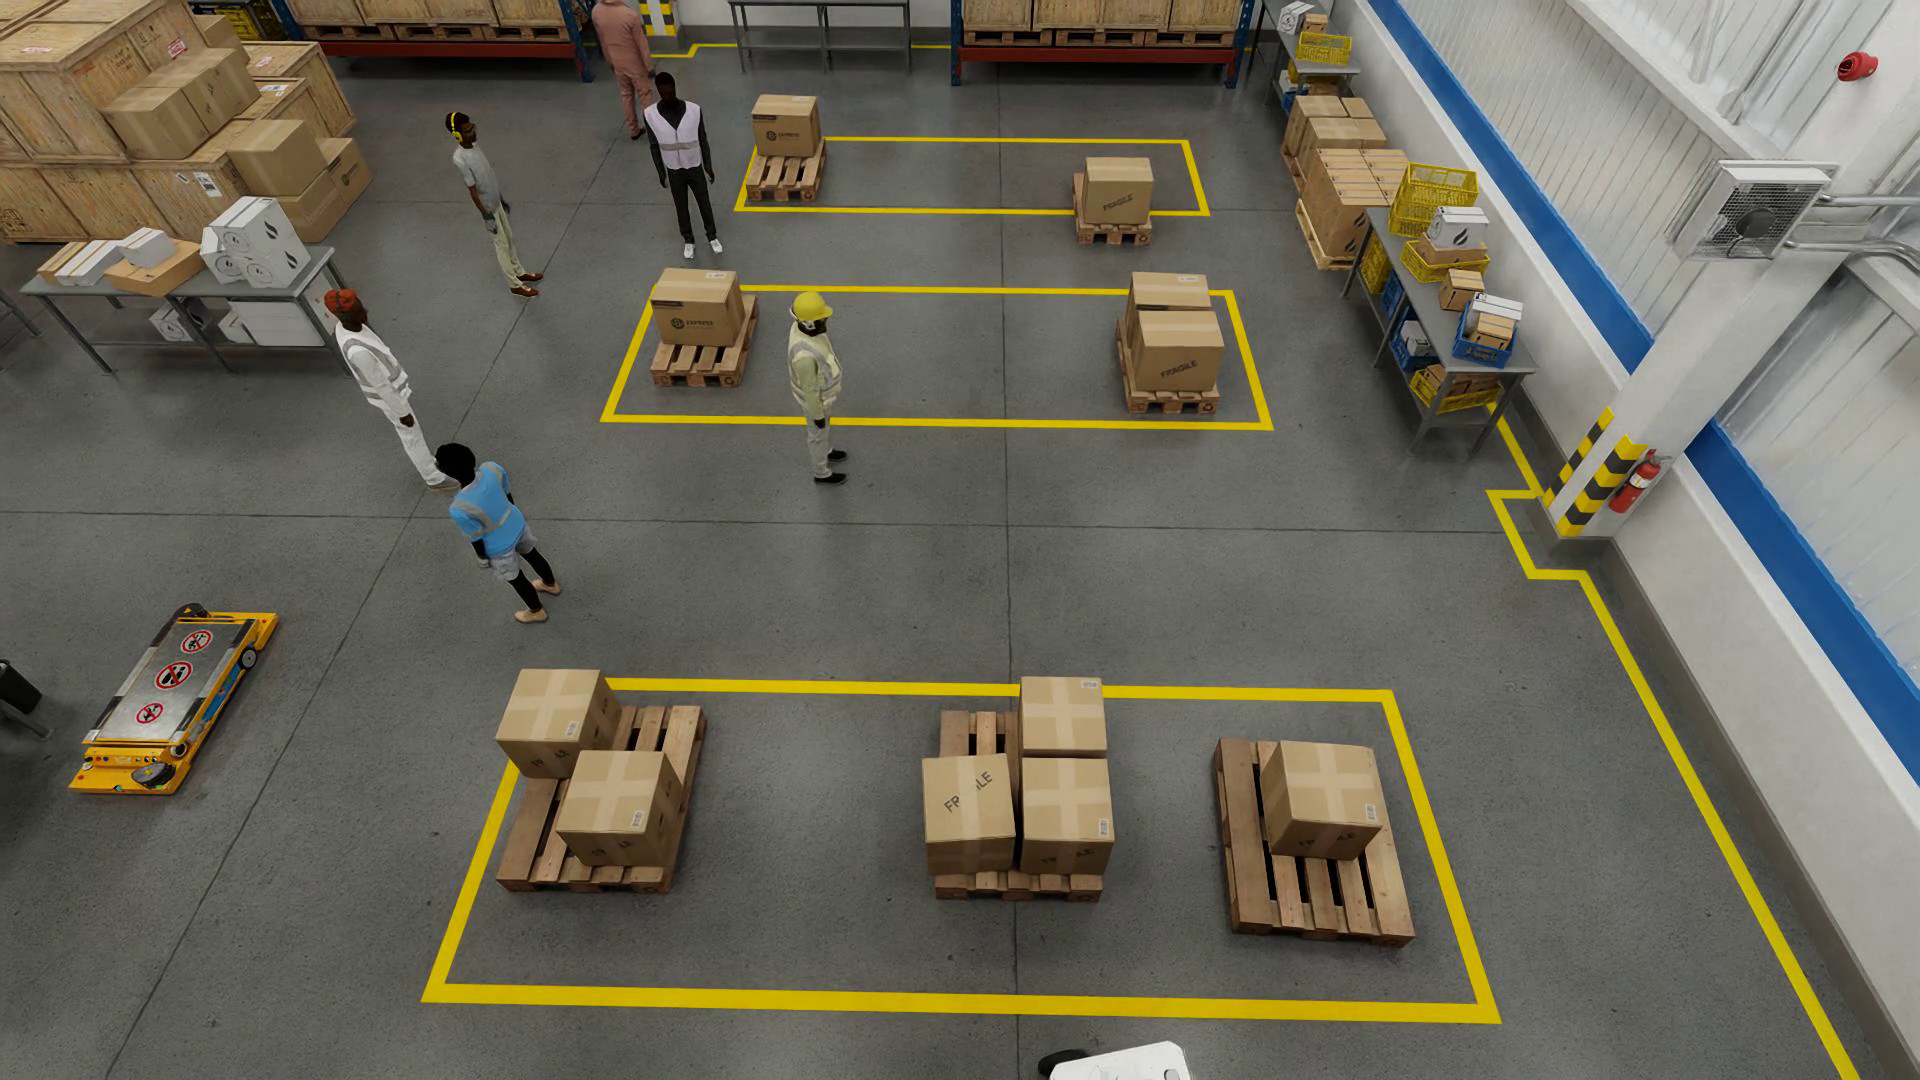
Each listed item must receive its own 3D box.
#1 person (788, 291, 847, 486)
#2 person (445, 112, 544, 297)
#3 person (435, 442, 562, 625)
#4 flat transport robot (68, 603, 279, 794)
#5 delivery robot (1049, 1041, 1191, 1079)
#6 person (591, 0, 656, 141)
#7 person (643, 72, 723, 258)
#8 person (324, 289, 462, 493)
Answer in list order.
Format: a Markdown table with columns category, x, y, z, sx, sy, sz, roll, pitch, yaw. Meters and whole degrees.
| category | x | y | z | sx | sy | sz | roll | pitch | yaw |
| --- | --- | --- | --- | --- | --- | --- | --- | --- | --- |
| person | -1.134 | -1.196 | 7.355 | 0.403 | 1.826 | 0.598 | -2 | 50 | -2 |
| person | -4.638 | -3.317 | 9.116 | 0.324 | 1.871 | 0.526 | -5 | 50 | -4 |
| person | -3.238 | -0.035 | 6.451 | 0.318 | 1.697 | 0.535 | 7 | 50 | 6 |
| flat transport robot | -5.504 | 1.072 | 6.442 | 0.652 | 0.197 | 1.431 | 1 | 50 | 1 |
| delivery robot | 0.828 | 2.832 | 4.709 | 0.707 | 0.478 | 0.477 | -8 | 50 | -7 |
| person | -4.054 | -5.884 | 11.274 | 0.643 | 1.898 | 0.398 | 16 | 52 | 13 |
| person | -2.877 | -3.898 | 9.576 | 0.590 | 1.918 | 0.391 | -13 | 51 | -11 |
| person | -4.510 | -1.159 | 7.280 | 0.339 | 1.882 | 0.581 | -28 | 55 | -21 |
